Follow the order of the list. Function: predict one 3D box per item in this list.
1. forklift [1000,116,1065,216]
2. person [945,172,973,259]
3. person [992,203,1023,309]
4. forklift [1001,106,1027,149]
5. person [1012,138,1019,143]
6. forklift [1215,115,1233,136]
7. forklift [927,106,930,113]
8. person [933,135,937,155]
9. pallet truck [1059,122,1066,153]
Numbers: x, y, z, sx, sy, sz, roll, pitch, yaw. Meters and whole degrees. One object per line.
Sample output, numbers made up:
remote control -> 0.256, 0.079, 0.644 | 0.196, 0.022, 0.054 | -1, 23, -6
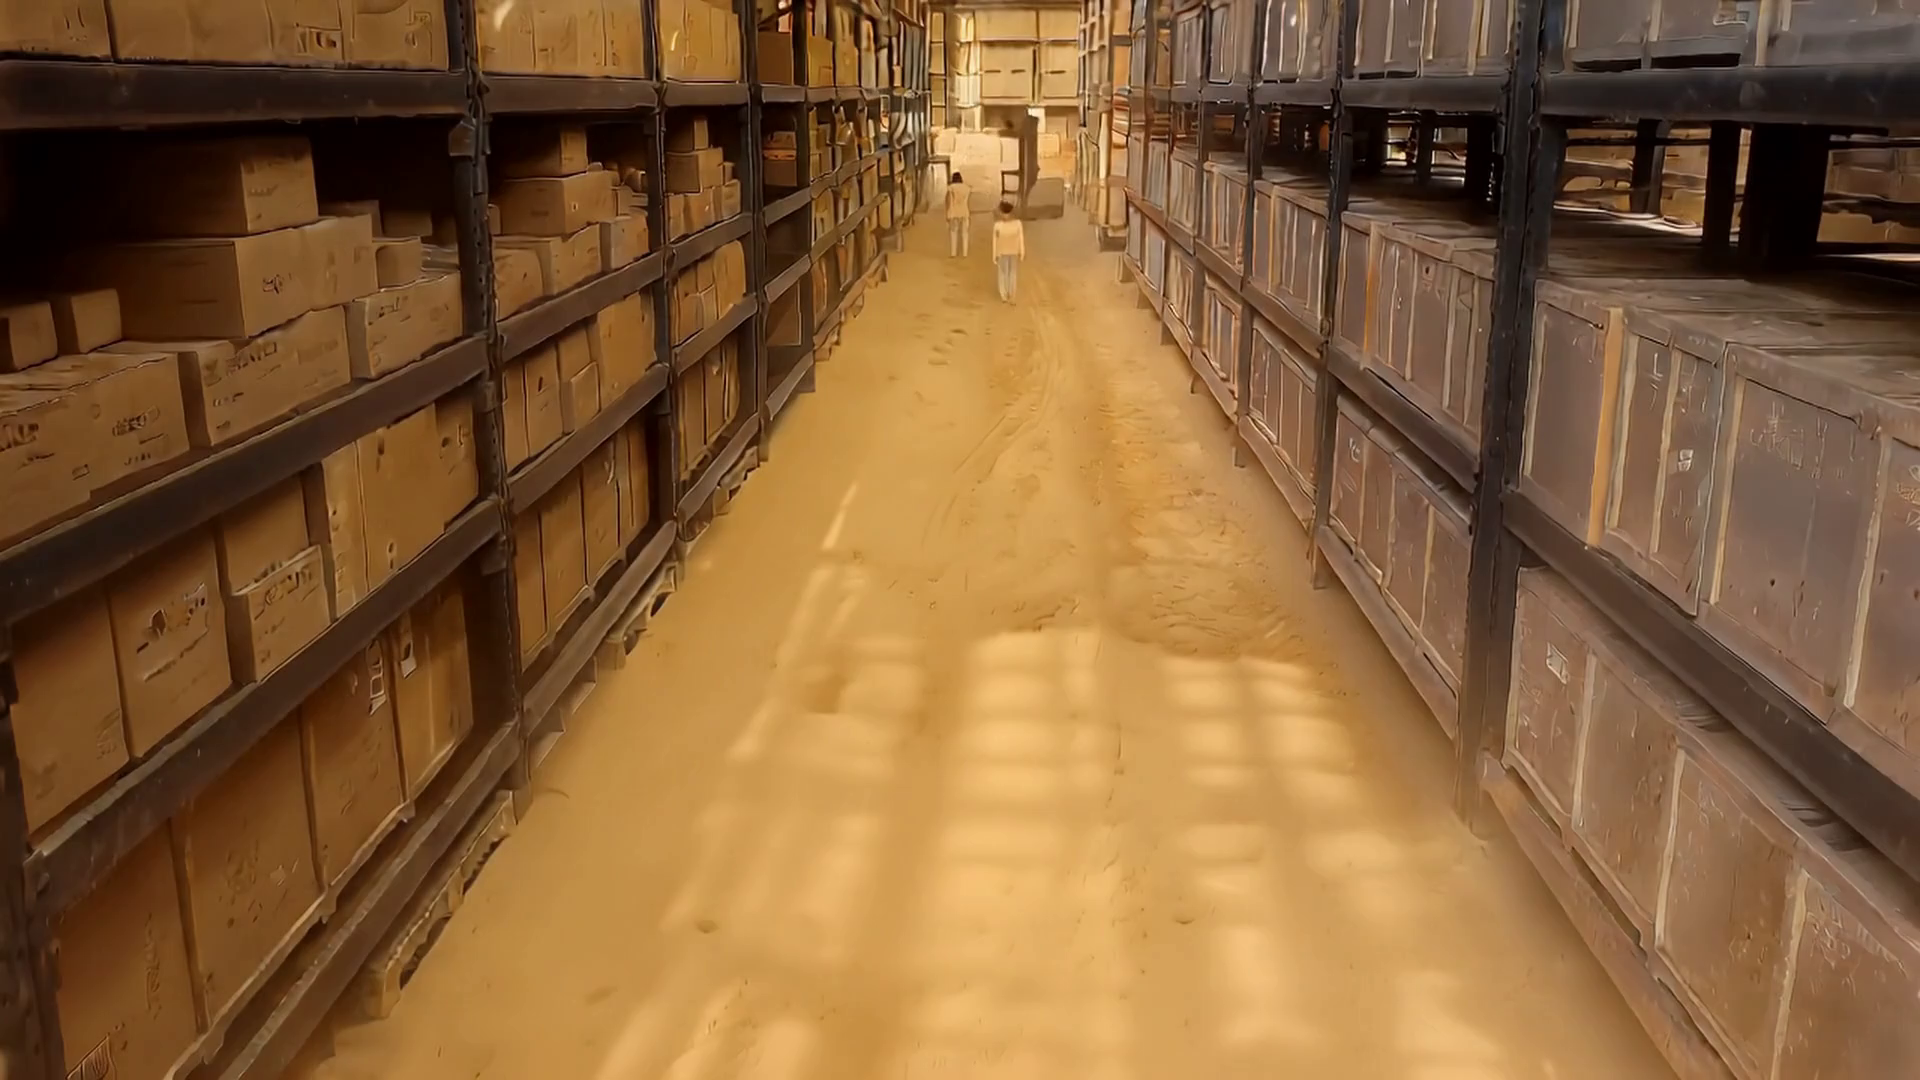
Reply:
forklift -> 2.085, -10.736, 47.736 | 1.873, 2.768, 1.129 | 0, 15, 2
person -> -0.031, -6.924, 35.529 | 0.633, 1.839, 0.429 | -6, 16, -20
person -> 0.786, -4.735, 27.621 | 0.526, 1.722, 0.934 | 0, 15, 1
forklift -> 2.539, -20.165, 82.819 | 1.129, 2.768, 1.873 | -7, 17, -24
person -> 2.169, -15.873, 68.779 | 0.949, 1.864, 0.591 | 10, 18, 32
forklift -> 7.867, -11.690, 51.284 | 1.129, 2.768, 1.873 | 0, 15, 1
forklift -> -2.001, -20.667, 84.687 | 1.129, 2.768, 1.873 | 0, 15, 2
person -> -1.538, -20.789, 87.570 | 0.839, 1.591, 0.557 | 8, 17, 27
pallet truck -> 5.788, -21.111, 88.014 | 1.885, 1.965, 0.823 | 5, 16, 18
